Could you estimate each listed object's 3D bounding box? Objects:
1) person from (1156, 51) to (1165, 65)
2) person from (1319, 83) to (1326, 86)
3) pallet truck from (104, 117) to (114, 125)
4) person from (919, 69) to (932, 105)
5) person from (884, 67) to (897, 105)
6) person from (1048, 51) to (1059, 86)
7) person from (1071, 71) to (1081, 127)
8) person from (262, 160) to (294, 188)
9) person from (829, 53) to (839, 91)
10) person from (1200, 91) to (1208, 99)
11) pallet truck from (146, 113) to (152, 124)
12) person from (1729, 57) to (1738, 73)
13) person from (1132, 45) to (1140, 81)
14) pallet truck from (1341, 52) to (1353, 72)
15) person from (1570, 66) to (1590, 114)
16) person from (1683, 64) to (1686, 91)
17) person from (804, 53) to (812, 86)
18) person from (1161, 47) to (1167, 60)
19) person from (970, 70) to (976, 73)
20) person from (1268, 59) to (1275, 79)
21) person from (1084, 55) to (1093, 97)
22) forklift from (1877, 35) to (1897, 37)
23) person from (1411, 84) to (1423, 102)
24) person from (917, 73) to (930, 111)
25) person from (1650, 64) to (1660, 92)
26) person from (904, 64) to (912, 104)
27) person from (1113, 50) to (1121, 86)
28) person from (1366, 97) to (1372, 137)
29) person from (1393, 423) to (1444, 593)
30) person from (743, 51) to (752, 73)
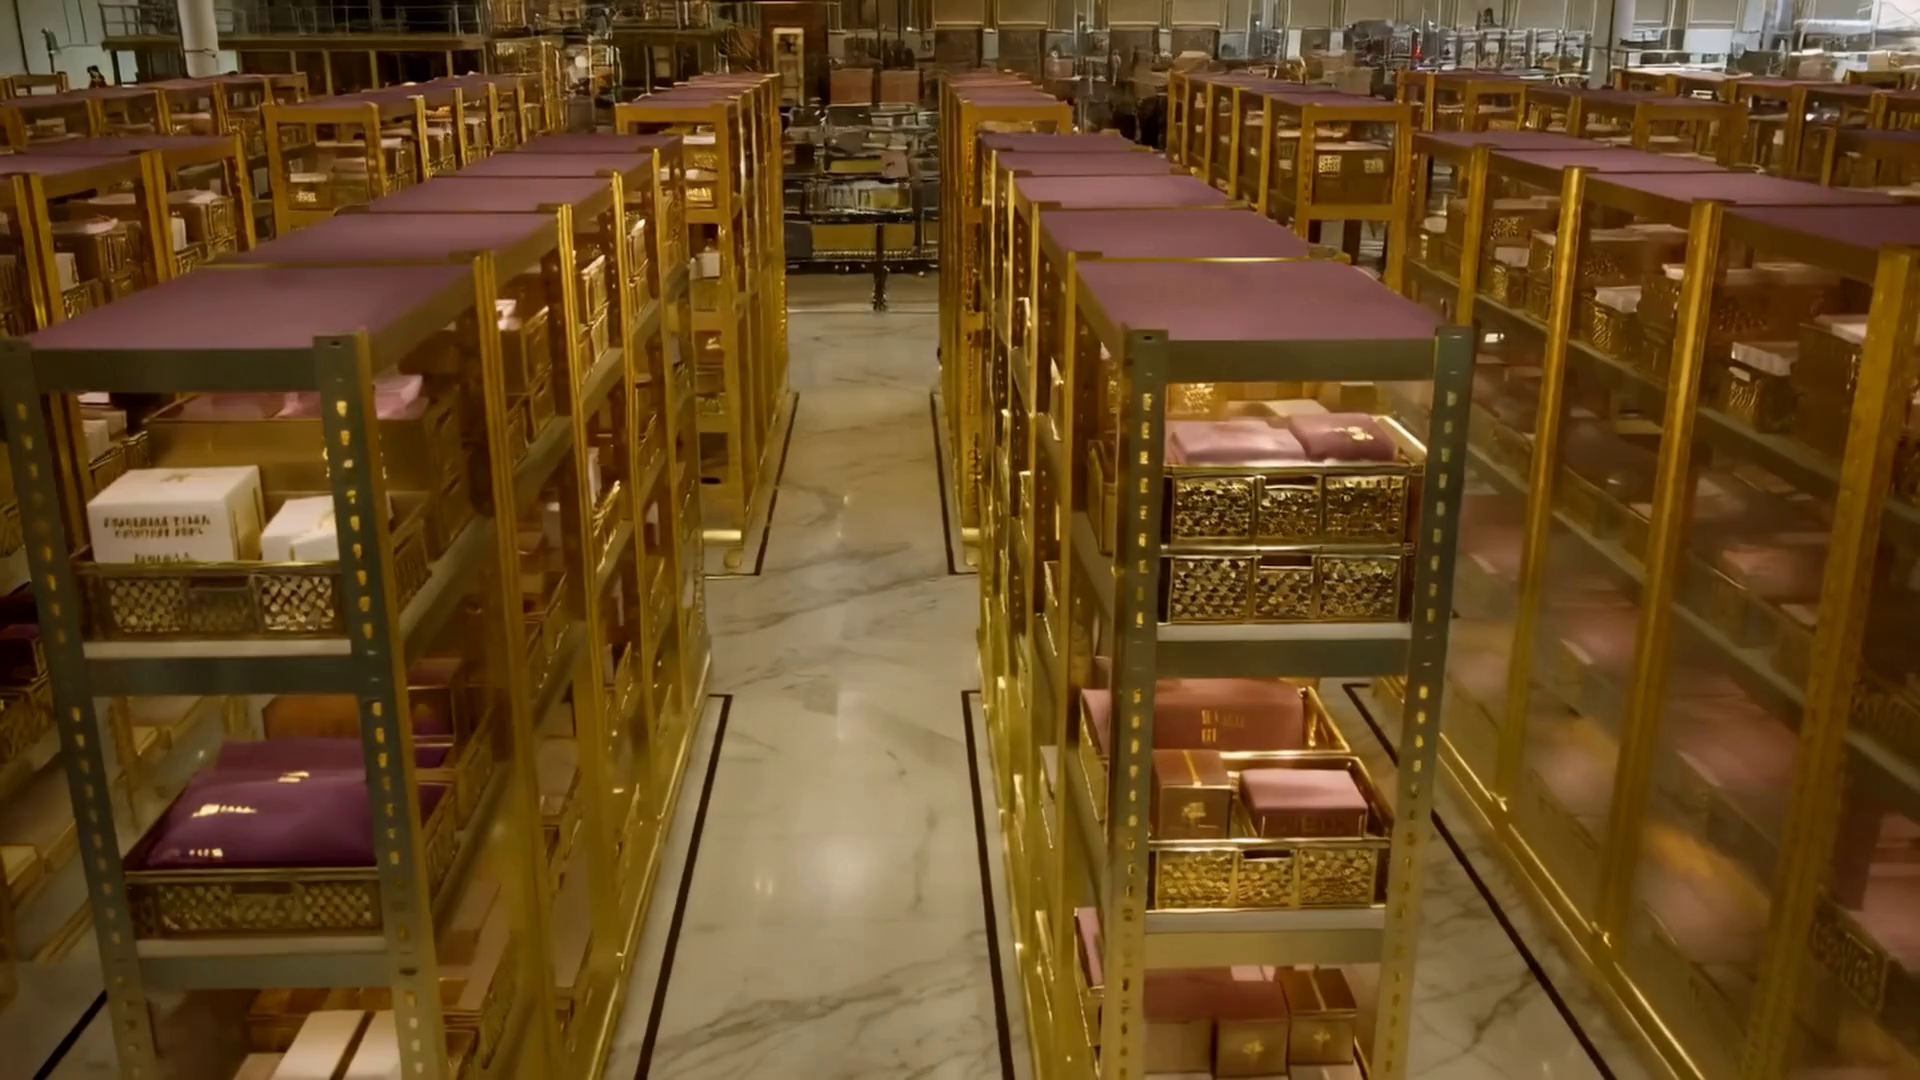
[{"bbox_3d":[10.214,-23.912,84.792,0.505,1.926,0.547,-16,24,-41],"label":"person"},{"bbox_3d":[12.324,-14.704,56.688,0.545,1.689,0.328,5,18,14],"label":"person"},{"bbox_3d":[-18.367,-7.885,35.078,1.885,1.965,0.823,1,18,2],"label":"pallet truck"},{"bbox_3d":[-1.343,-17.432,64.905,0.502,1.833,0.979,2,18,7],"label":"person"},{"bbox_3d":[-2.802,-17.687,65.544,1.003,1.906,0.621,14,23,37],"label":"person"},{"bbox_3d":[5.044,-25.350,89.402,0.636,1.819,0.675,-10,21,-29],"label":"person"},{"bbox_3d":[4.169,-15.874,59.895,0.375,1.939,0.546,-5,19,-14],"label":"person"},{"bbox_3d":[-13.691,-7.275,33.404,0.640,1.870,0.932,-13,22,-36],"label":"person"},{"bbox_3d":[-6.428,-23.752,84.387,0.461,1.865,0.598,8,20,24],"label":"person"},{"bbox_3d":[8.517,-15.056,57.404,0.857,1.901,0.563,-5,19,-14],"label":"person"},{"bbox_3d":[-18.087,-8.309,36.390,1.885,1.965,0.823,-1,18,-4],"label":"pallet truck"},{"bbox_3d":[35.799,-21.393,77.009,0.625,1.912,0.624,-1,18,-2],"label":"person"},{"bbox_3d":[10.052,-27.248,94.998,0.389,1.996,0.612,-6,19,-17],"label":"person"},{"bbox_3d":[18.794,-23.123,82.231,0.823,1.965,1.885,-13,22,-35],"label":"pallet truck"},{"bbox_3d":[23.854,-17.255,64.002,0.692,2.000,0.966,0,18,1],"label":"person"},{"bbox_3d":[32.197,-20.452,74.076,0.585,1.929,0.370,10,21,29],"label":"person"},{"bbox_3d":[-8.102,-25.223,89.173,0.489,1.729,0.546,8,20,24],"label":"person"},{"bbox_3d":[11.566,-26.889,94.038,0.870,1.892,0.606,-4,18,-12],"label":"person"},{"bbox_3d":[0.570,-16.595,62.187,0.547,1.900,0.614,-5,18,-14],"label":"person"},{"bbox_3d":[15.040,-22.379,80.426,0.321,1.690,0.533,12,22,33],"label":"person"},{"bbox_3d":[6.097,-21.873,78.458,0.372,1.939,0.629,-1,18,-3],"label":"person"},{"bbox_3d":[44.183,-22.805,79.833,1.129,2.768,1.873,-1,18,-2],"label":"forklift"},{"bbox_3d":[15.697,-14.832,56.939,0.950,1.779,0.597,3,18,10],"label":"person"},{"bbox_3d":[-1.416,-17.066,63.916,0.873,1.730,0.527,3,18,8],"label":"person"},{"bbox_3d":[30.668,-20.148,73.315,0.588,1.832,1.007,0,18,-1],"label":"person"},{"bbox_3d":[-2.197,-19.144,70.163,0.340,1.845,0.513,9,20,26],"label":"person"},{"bbox_3d":[8.458,-25.474,89.755,0.430,1.845,0.624,3,18,9],"label":"person"},{"bbox_3d":[12.174,-12.565,50.165,0.499,1.617,0.398,-2,18,-5],"label":"person"},{"bbox_3d":[3.212,-0.050,11.138,0.806,1.811,0.585,-2,18,-7],"label":"person"},{"bbox_3d":[-11.128,-24.523,86.690,0.540,1.913,0.621,-12,21,-33],"label":"person"}]
